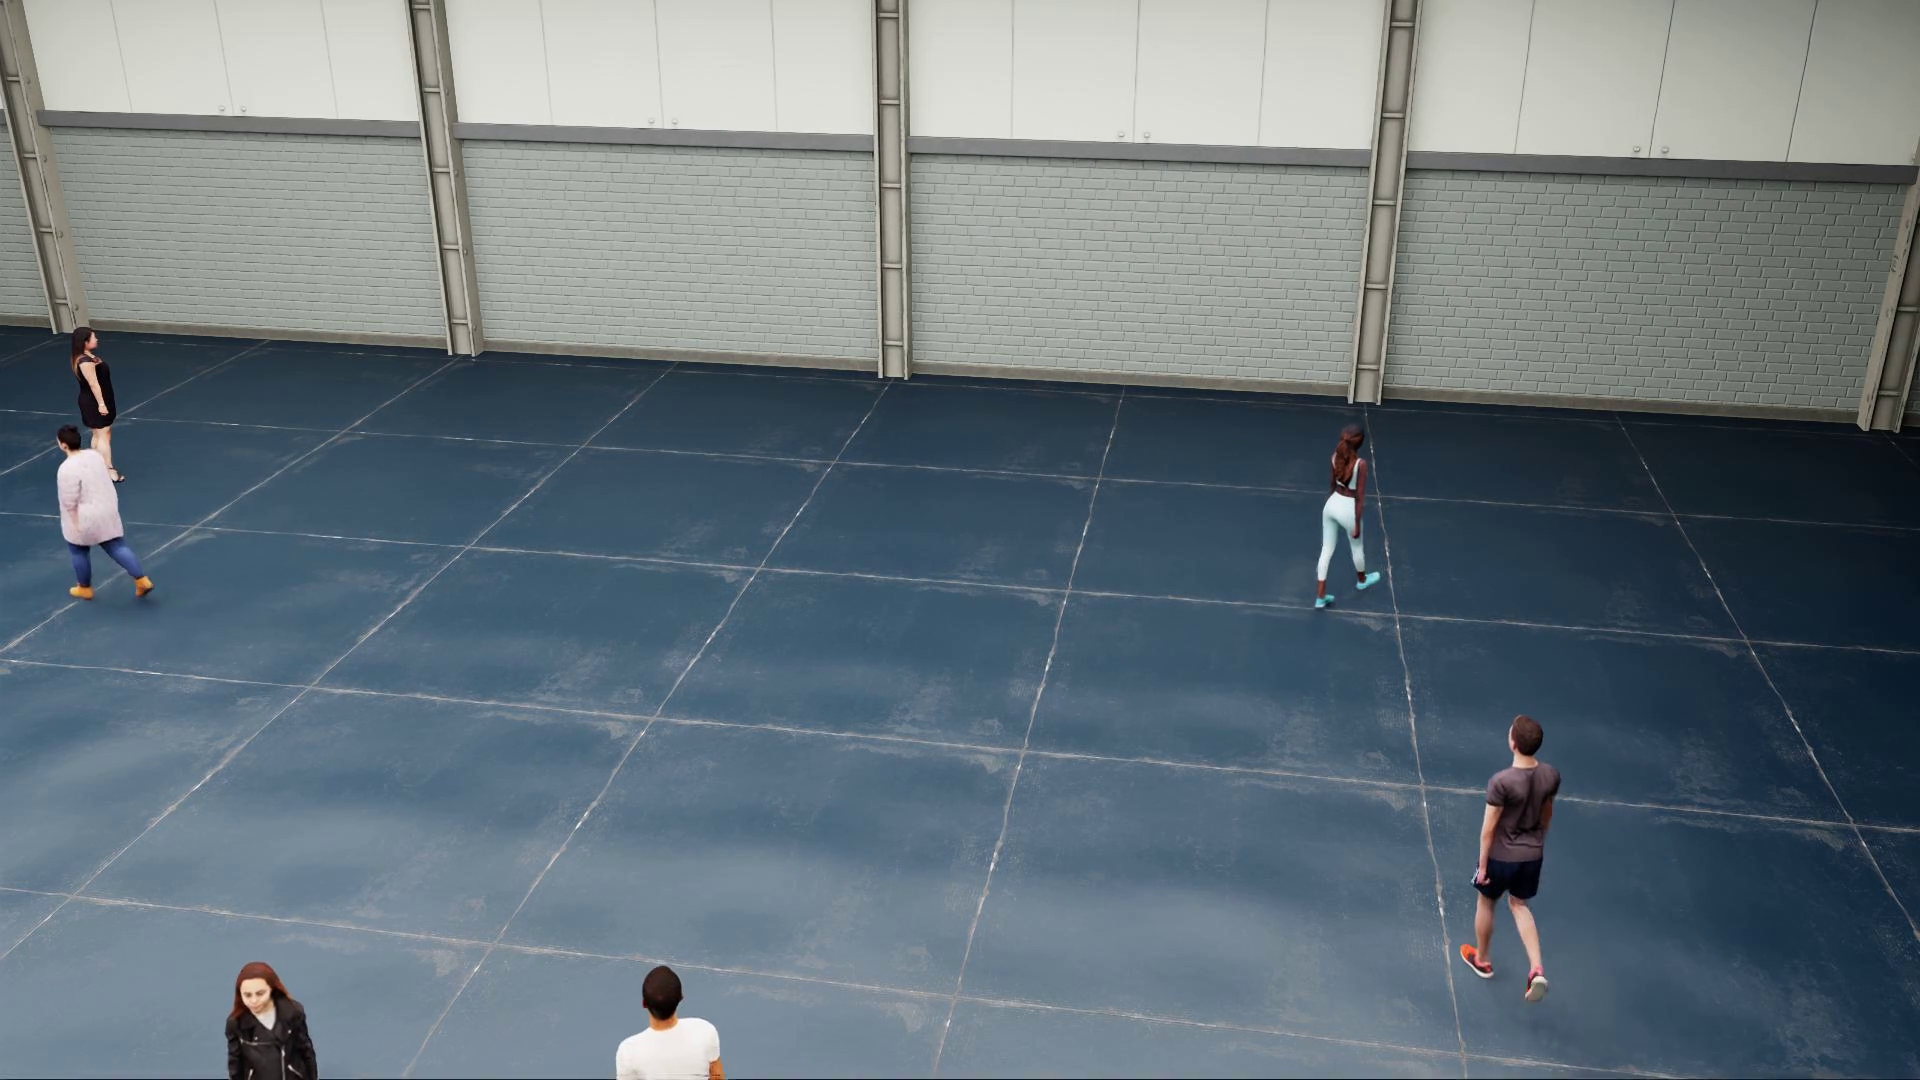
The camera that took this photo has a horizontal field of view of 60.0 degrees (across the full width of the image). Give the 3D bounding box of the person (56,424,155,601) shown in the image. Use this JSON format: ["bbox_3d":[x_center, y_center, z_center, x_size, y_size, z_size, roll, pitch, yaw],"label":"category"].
[{"bbox_3d":[-7.782,-0.221,15.042,1.170,1.709,0.856,10,25,22],"label":"person"}]

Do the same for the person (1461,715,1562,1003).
[{"bbox_3d":[3.319,1.916,9.855,1.031,1.837,0.962,-6,24,-14],"label":"person"}]

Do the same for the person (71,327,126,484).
[{"bbox_3d":[-9.337,-1.465,17.957,0.813,1.718,0.739,-18,29,-36],"label":"person"}]

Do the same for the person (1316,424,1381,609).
[{"bbox_3d":[3.392,-0.183,14.981,1.046,1.688,1.053,-19,30,-38],"label":"person"}]

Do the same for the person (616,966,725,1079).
[{"bbox_3d":[-1.316,2.840,7.782,1.157,1.759,1.144,-11,26,-25],"label":"person"}]

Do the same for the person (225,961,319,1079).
[{"bbox_3d":[-3.452,2.724,8.425,0.860,1.469,0.844,-8,24,-18],"label":"person"}]
